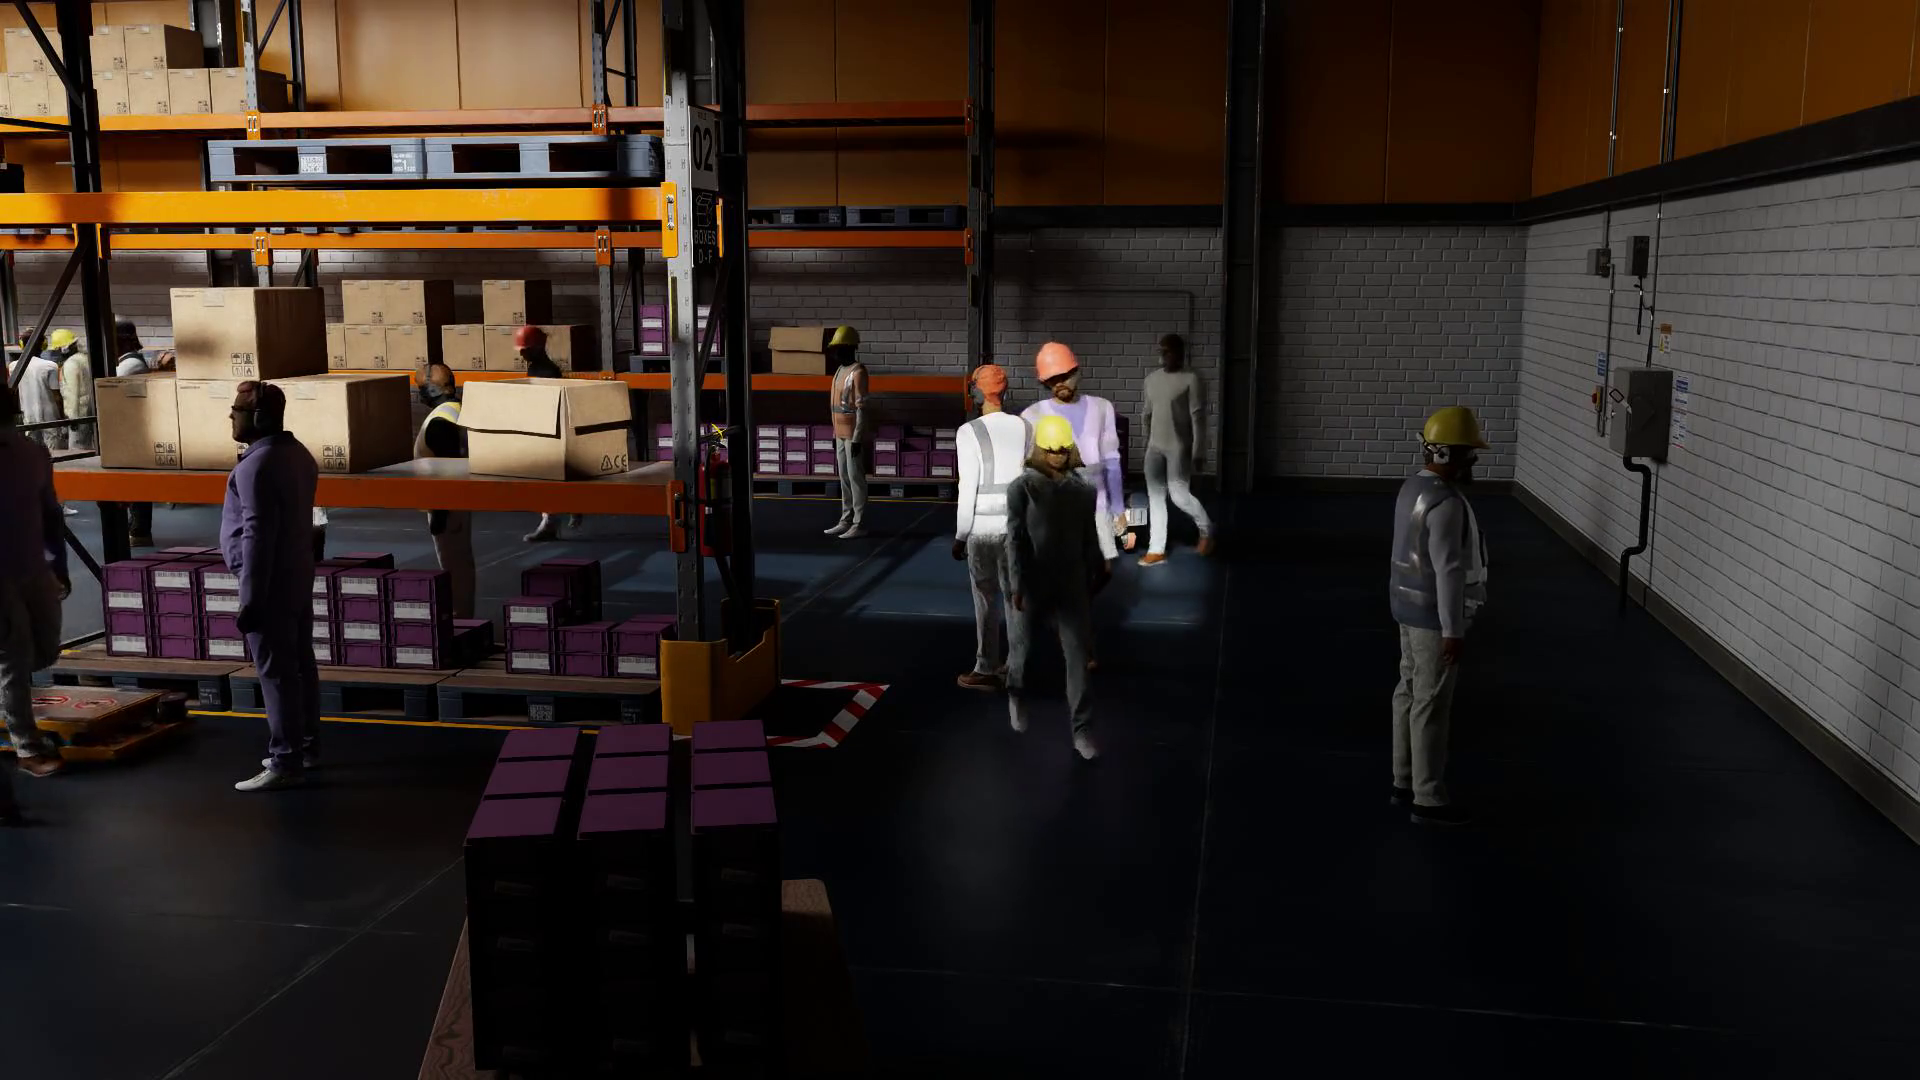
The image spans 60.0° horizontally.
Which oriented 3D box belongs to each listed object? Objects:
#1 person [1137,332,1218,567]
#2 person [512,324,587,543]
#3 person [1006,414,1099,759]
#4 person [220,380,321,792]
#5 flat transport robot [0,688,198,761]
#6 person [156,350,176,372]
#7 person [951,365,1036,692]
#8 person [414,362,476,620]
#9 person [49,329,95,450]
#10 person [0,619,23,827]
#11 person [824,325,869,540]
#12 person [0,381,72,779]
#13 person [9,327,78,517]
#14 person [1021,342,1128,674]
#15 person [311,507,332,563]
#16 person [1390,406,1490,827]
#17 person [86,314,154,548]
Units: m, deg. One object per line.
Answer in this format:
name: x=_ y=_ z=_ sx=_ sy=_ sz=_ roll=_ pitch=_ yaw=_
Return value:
person: x=1.781 y=-0.747 z=13.695 sx=0.688 sy=1.922 sz=0.641 roll=-8 pitch=12 yaw=-42
person: x=-3.645 y=-0.940 z=14.785 sx=0.654 sy=1.952 sz=0.675 roll=-6 pitch=11 yaw=-31
person: x=0.468 y=0.202 z=8.456 sx=0.486 sy=1.711 sz=0.717 roll=-2 pitch=9 yaw=-11
person: x=-3.228 y=0.210 z=7.781 sx=0.408 sy=1.913 sz=0.643 roll=-1 pitch=9 yaw=-3
flat transport robot: x=-4.743 y=0.915 z=8.483 sx=1.431 sy=0.197 sz=0.652 roll=1 pitch=9 yaw=9
person: x=-8.320 y=-1.182 z=17.346 sx=0.689 sy=1.607 sz=0.538 roll=1 pitch=9 yaw=4
person: x=0.195 y=-0.069 z=9.598 sx=0.583 sy=1.882 sz=0.337 roll=-8 pitch=12 yaw=-41
person: x=-3.311 y=-0.222 z=10.703 sx=0.430 sy=1.838 sz=0.619 roll=-1 pitch=9 yaw=-7
person: x=-9.536 y=-1.413 z=18.210 sx=0.655 sy=1.799 sz=0.629 roll=-2 pitch=9 yaw=-12
person: x=-4.547 y=0.320 z=7.159 sx=0.965 sy=1.890 sz=0.642 roll=0 pitch=9 yaw=2
person: x=-1.012 y=-0.973 z=15.063 sx=0.359 sy=1.930 sz=0.588 roll=-5 pitch=10 yaw=-26
person: x=-4.628 y=0.188 z=7.931 sx=0.723 sy=1.912 sz=0.672 roll=3 pitch=10 yaw=18
person: x=-9.007 y=-1.146 z=16.309 sx=0.520 sy=1.877 sz=0.326 roll=0 pitch=9 yaw=-1
person: x=0.681 y=-0.198 z=10.065 sx=0.673 sy=1.999 sz=0.592 roll=-3 pitch=10 yaw=-19
person: x=-4.608 y=-0.386 z=11.546 sx=0.547 sy=1.888 sz=0.580 roll=7 pitch=11 yaw=37
person: x=2.100 y=0.327 z=7.318 sx=0.404 sy=1.828 sz=0.591 roll=0 pitch=9 yaw=0
person: x=-7.363 y=-0.955 z=14.611 sx=0.538 sy=2.000 sz=0.684 roll=-5 pitch=10 yaw=-28
